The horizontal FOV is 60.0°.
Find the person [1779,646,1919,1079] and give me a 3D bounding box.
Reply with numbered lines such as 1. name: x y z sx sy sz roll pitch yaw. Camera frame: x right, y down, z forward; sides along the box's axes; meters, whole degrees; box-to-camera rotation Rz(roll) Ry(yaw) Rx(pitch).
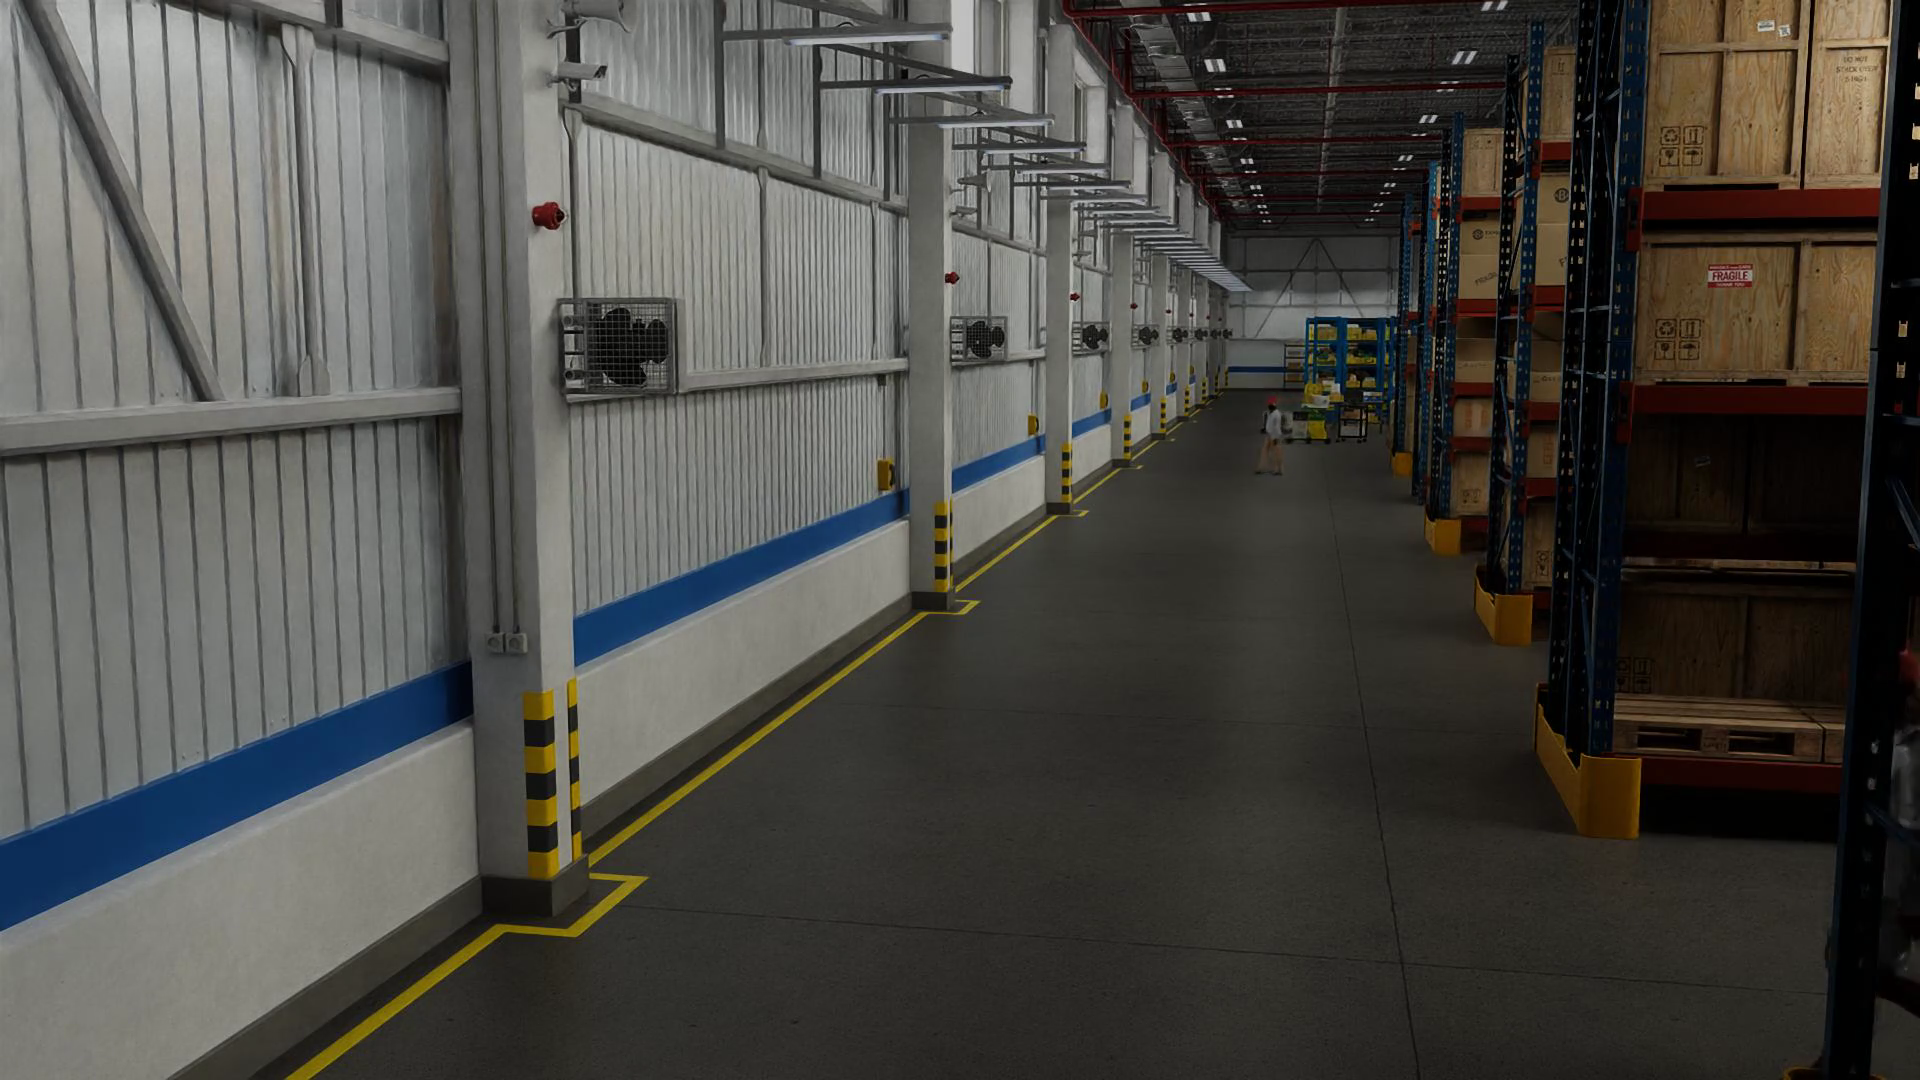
1. person: 3.733 1.328 6.625 0.726 1.917 0.543 0 7 3

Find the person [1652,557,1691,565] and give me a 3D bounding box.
1. person: 6.172 0.501 14.395 0.418 1.617 0.522 6 9 41

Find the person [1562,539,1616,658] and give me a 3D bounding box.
1. person: 4.888 0.532 12.955 0.440 1.927 0.631 1 7 8

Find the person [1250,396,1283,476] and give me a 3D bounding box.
1. person: 6.636 -2.234 35.840 0.791 1.720 0.590 -2 8 -19

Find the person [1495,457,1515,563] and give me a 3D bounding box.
1. person: 7.303 -0.513 21.388 0.927 1.903 0.603 6 9 39
